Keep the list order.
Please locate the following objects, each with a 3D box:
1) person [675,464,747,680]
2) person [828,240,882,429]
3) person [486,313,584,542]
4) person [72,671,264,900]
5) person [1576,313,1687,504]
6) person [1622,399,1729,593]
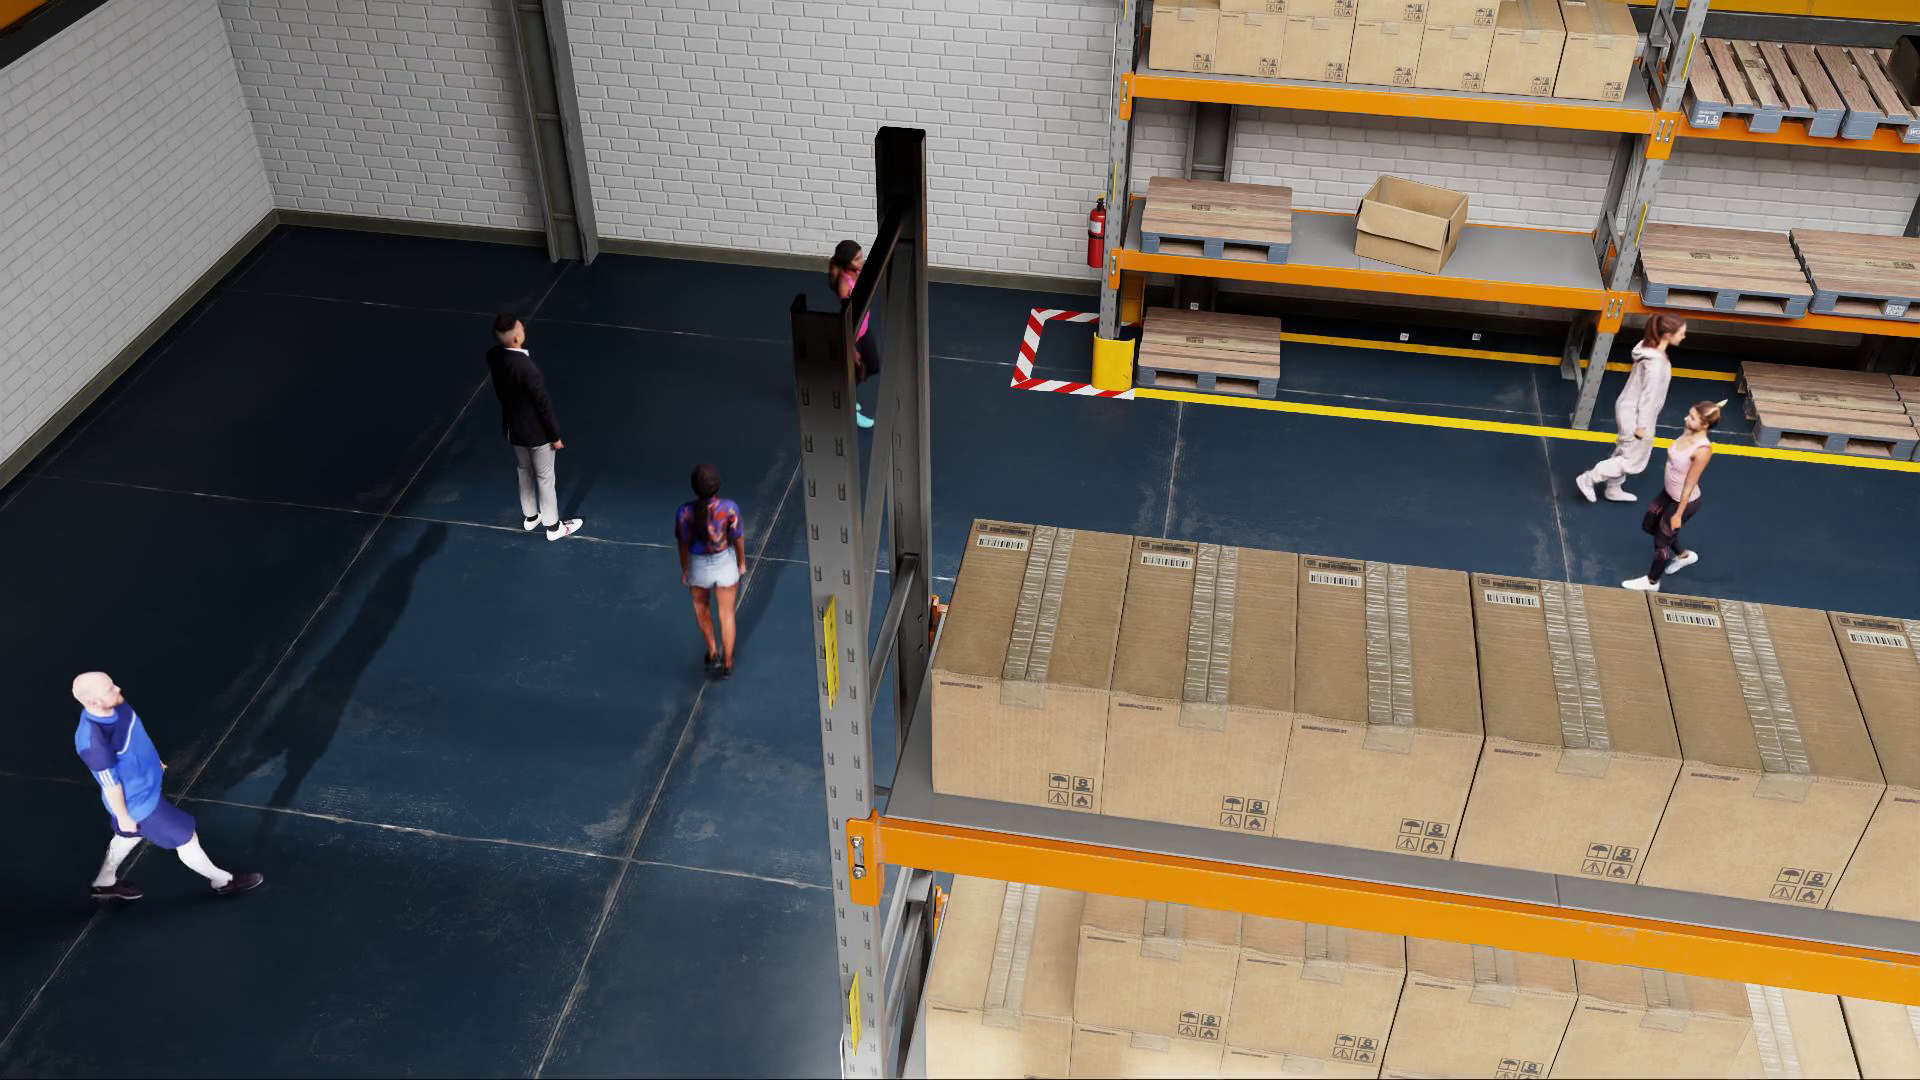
[{"bbox_3d":[-1.635,0.266,11.008,0.627,1.731,0.736,-5,39,-6],"label":"person"},{"bbox_3d":[-0.934,-1.659,13.432,0.727,1.713,0.652,16,41,20],"label":"person"},{"bbox_3d":[-3.187,-0.859,12.240,0.708,1.950,0.852,24,45,27],"label":"person"},{"bbox_3d":[-4.762,1.463,9.453,1.299,1.801,1.050,-11,40,-13],"label":"person"},{"bbox_3d":[5.047,-0.973,12.600,0.720,1.679,0.643,7,39,9],"label":"person"},{"bbox_3d":[5.172,-0.294,11.791,0.787,1.628,0.623,1,39,2],"label":"person"}]
